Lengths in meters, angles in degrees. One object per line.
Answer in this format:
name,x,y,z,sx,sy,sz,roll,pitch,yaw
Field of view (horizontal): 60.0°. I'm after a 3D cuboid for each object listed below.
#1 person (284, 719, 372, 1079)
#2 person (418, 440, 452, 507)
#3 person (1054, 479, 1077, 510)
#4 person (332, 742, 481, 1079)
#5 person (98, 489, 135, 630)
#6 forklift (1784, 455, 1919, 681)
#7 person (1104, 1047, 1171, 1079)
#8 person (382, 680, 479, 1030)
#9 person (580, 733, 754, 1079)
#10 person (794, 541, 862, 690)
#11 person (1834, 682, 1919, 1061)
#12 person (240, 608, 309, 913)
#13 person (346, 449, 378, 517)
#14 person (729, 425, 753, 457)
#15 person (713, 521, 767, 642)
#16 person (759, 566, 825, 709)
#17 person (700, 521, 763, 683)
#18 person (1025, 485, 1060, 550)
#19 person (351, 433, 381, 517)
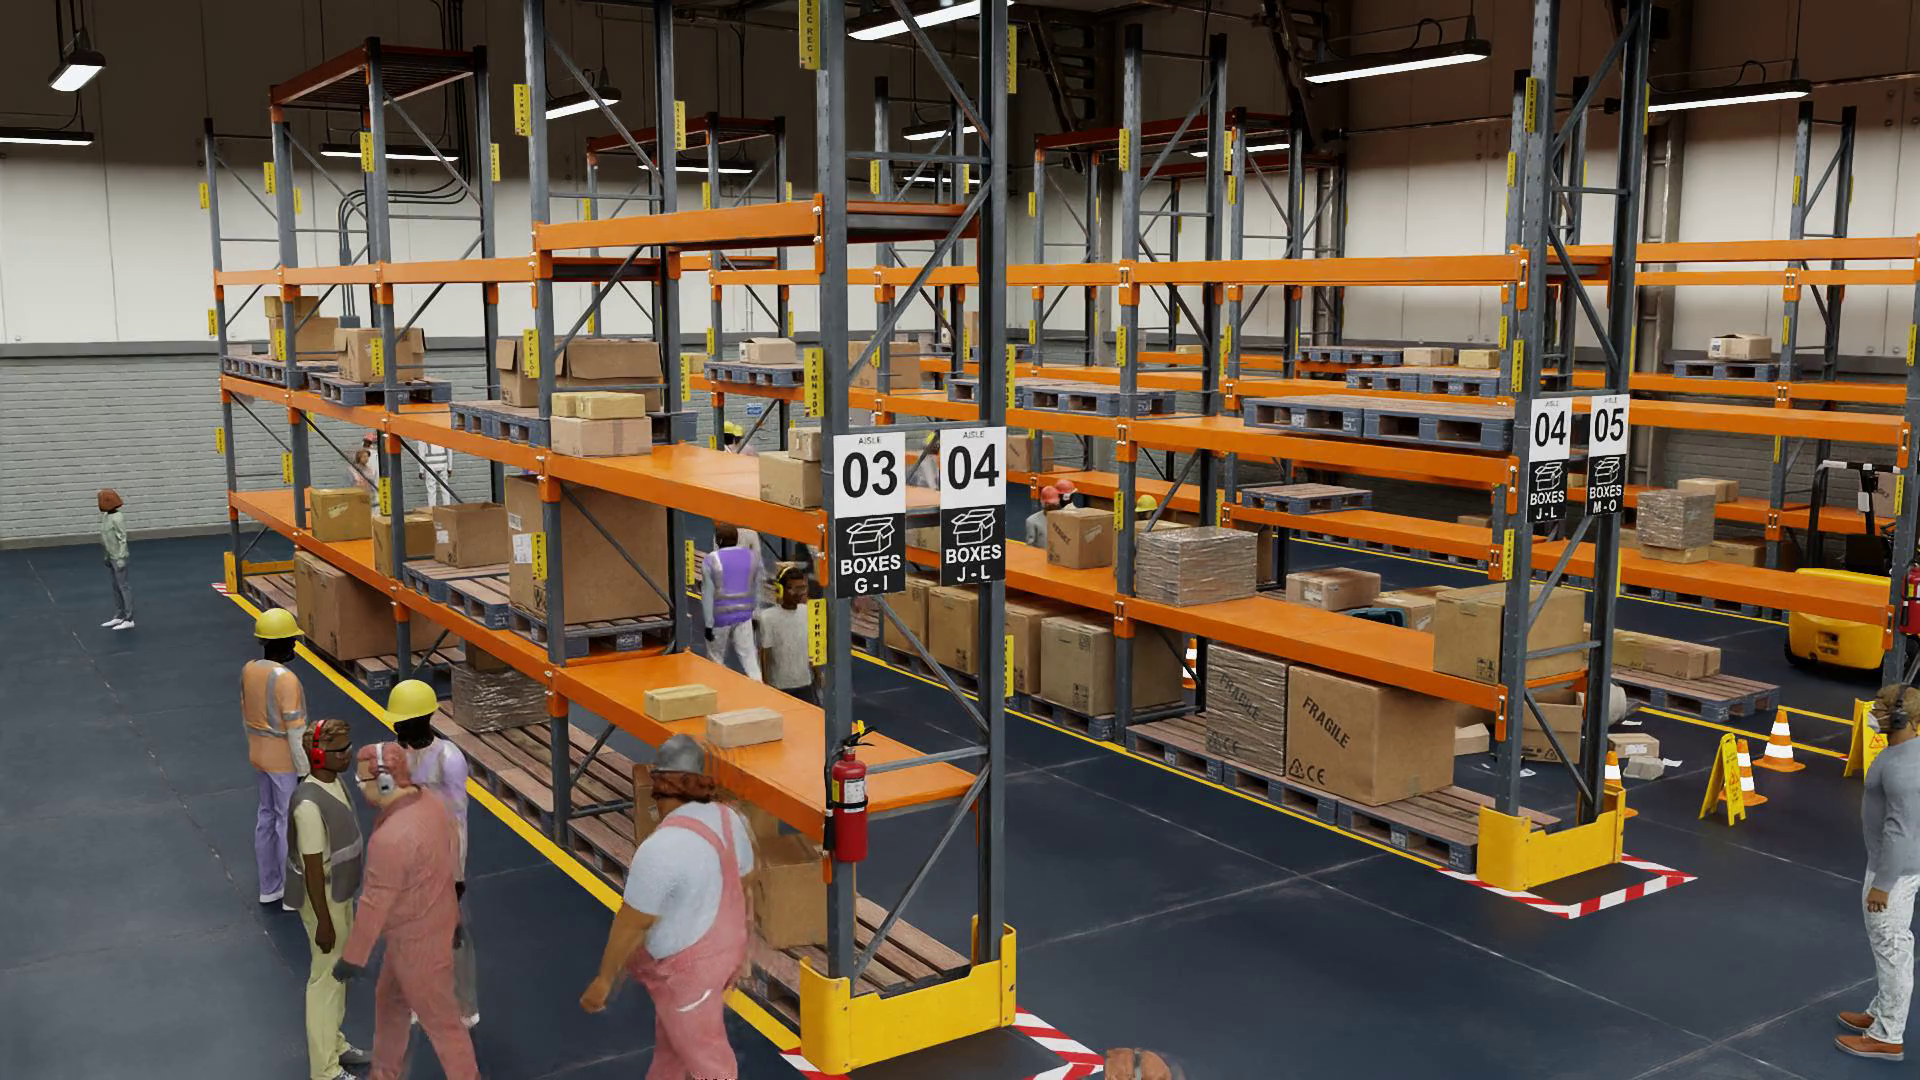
person,-3.108,1.778,8.169,0.376,1.844,0.572,-2,9,-11
person,-8.774,-1.193,27.823,0.575,1.884,0.355,-7,11,-39
person,1.208,0.165,19.219,0.337,1.748,0.575,0,9,2
person,-2.620,1.843,7.687,0.868,1.863,0.642,-1,9,-8
person,-9.778,0.221,19.242,0.286,1.632,0.500,-8,12,-43
forklift,9.643,0.253,17.172,2.313,2.155,1.214,-6,10,-33
person,0.634,2.352,5.167,0.829,1.604,0.527,1,9,9
person,-2.797,1.662,8.719,0.585,1.918,0.410,6,11,36
person,-1.295,1.817,7.263,0.939,2.000,0.703,2,9,16
person,-1.243,0.562,15.831,0.636,1.992,1.053,-5,10,-29
person,4.756,1.680,8.513,0.371,1.940,0.630,5,10,31
person,-4.291,1.384,10.517,0.585,1.928,0.369,7,11,37
person,-8.840,-0.555,24.520,0.874,1.596,0.513,8,12,43
person,-3.630,-1.035,27.298,0.522,1.738,0.813,0,9,-2
person,-2.384,0.420,18.100,0.539,1.579,0.823,-4,9,-24
person,-1.246,1.115,12.522,0.577,1.867,0.377,-5,10,-30
person,-2.079,0.723,15.356,0.635,1.804,0.937,-5,10,-31
person,1.005,0.250,18.694,0.570,1.746,0.344,-4,9,-23
person,-9.232,-0.820,26.003,0.569,1.688,0.751,-6,10,-34
